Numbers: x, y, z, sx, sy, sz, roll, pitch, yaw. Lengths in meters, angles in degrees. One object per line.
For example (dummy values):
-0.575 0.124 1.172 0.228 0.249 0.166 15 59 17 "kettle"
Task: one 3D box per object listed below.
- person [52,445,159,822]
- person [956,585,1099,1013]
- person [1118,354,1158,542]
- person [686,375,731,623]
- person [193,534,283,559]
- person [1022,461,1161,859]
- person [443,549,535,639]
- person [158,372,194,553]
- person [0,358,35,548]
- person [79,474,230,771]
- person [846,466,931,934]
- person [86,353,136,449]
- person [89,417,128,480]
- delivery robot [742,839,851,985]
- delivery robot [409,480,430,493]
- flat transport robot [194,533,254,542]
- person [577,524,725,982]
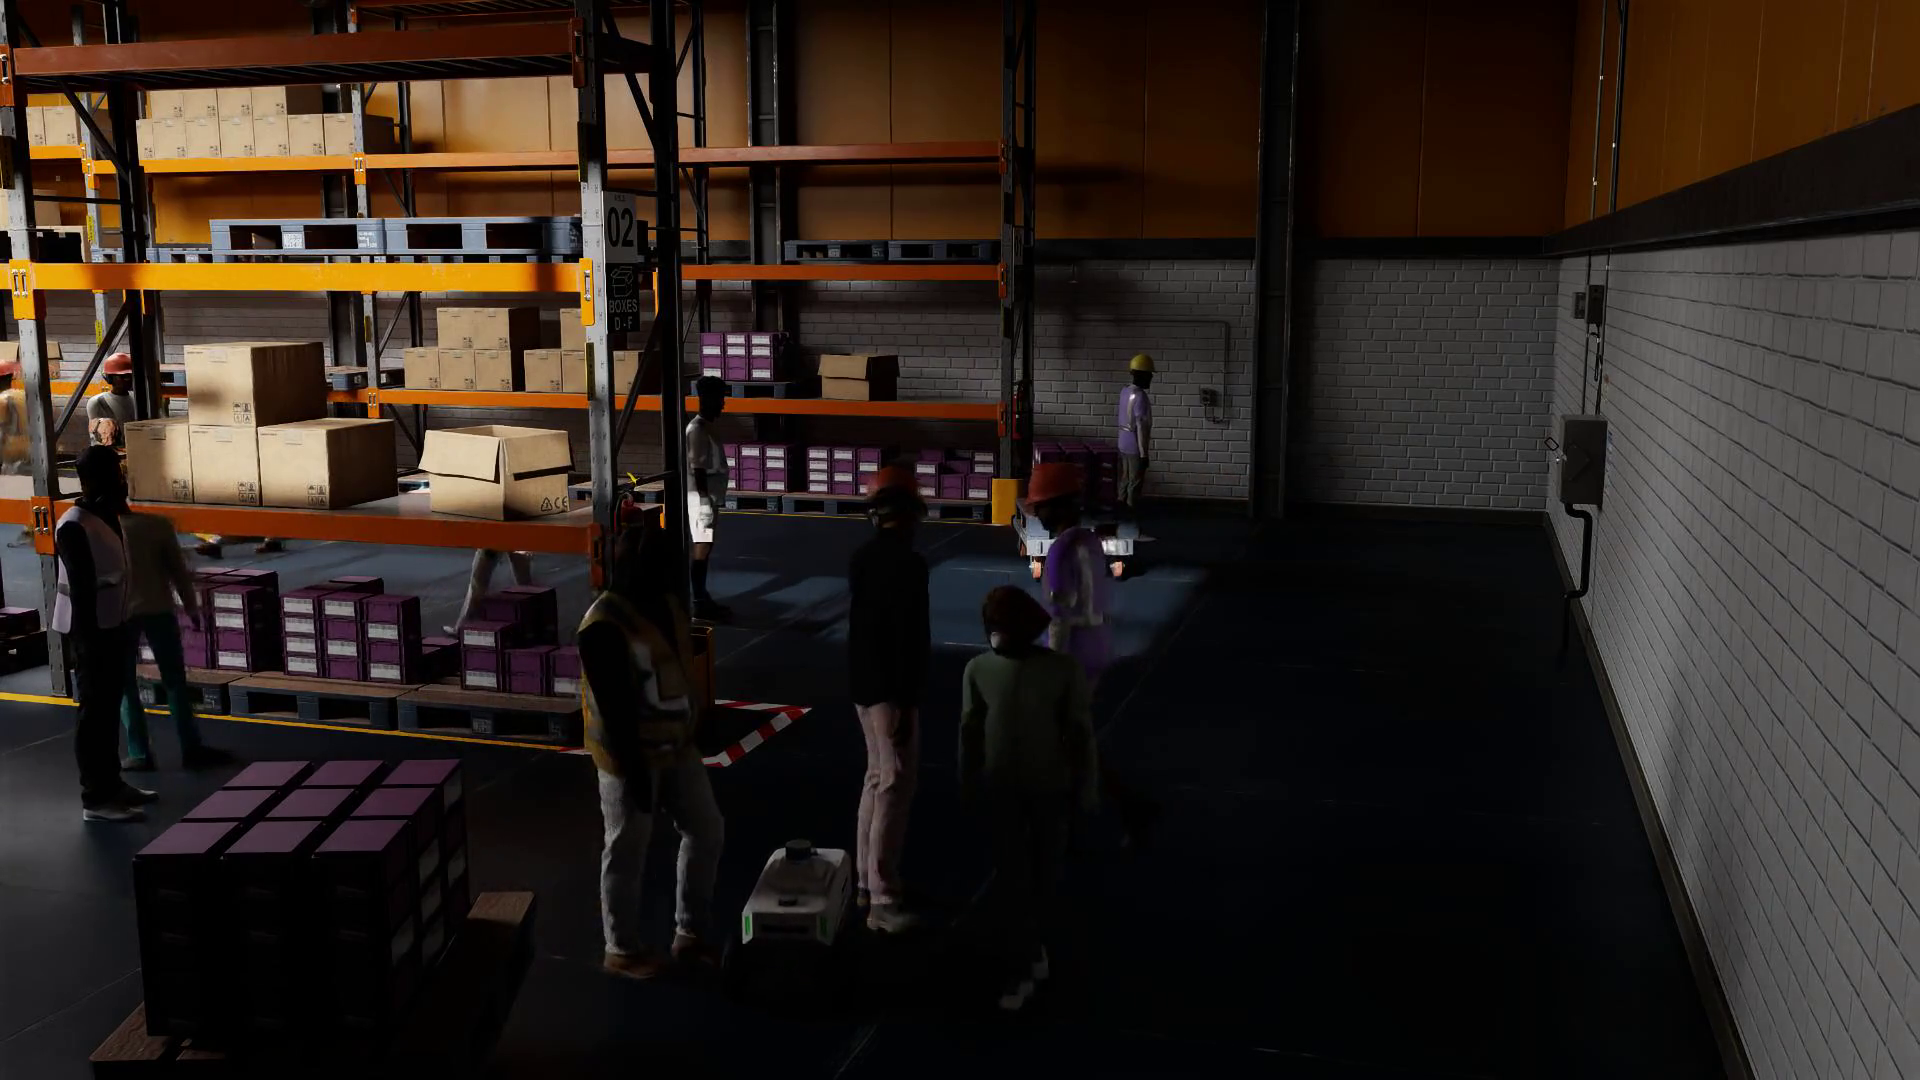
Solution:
-4.396 0.470 8.500 0.397 1.915 0.587 -2 9 -11 "person"
0.253 0.977 6.366 0.560 1.598 0.463 2 10 12 "person"
1.819 -0.942 17.070 0.381 1.923 0.591 -2 10 -13 "person"
-2.005 -0.327 13.220 0.389 1.958 0.601 -1 9 -3 "person"
-6.968 -0.730 16.034 0.610 1.835 0.956 5 11 27 "person"
0.593 0.589 7.810 0.683 1.901 0.605 3 10 20 "person"
-3.473 -0.007 12.366 0.830 1.602 0.535 5 10 27 "person"
-7.807 -0.747 16.178 0.507 1.827 0.649 -3 10 -19 "person"
-9.462 -0.857 16.571 0.443 1.918 0.540 -1 9 -6 "person"
-4.523 0.433 9.309 0.697 1.719 0.384 -6 11 -34 "person"
-0.280 0.676 7.160 0.462 1.942 0.789 -4 10 -24 "person"
-7.521 -0.665 15.025 0.376 2.044 0.607 4 10 25 "person"
-6.663 -0.149 13.106 0.308 1.640 0.511 3 10 17 "person"
-0.633 1.423 6.539 0.477 0.478 0.707 1 9 3 "delivery robot"
-5.626 -0.389 17.579 0.707 0.478 0.477 -1 9 -9 "delivery robot"
-7.193 -0.177 17.433 1.431 0.197 0.652 -7 12 -37 "flat transport robot"
-1.136 0.847 6.470 0.662 1.820 0.639 4 10 21 "person"
